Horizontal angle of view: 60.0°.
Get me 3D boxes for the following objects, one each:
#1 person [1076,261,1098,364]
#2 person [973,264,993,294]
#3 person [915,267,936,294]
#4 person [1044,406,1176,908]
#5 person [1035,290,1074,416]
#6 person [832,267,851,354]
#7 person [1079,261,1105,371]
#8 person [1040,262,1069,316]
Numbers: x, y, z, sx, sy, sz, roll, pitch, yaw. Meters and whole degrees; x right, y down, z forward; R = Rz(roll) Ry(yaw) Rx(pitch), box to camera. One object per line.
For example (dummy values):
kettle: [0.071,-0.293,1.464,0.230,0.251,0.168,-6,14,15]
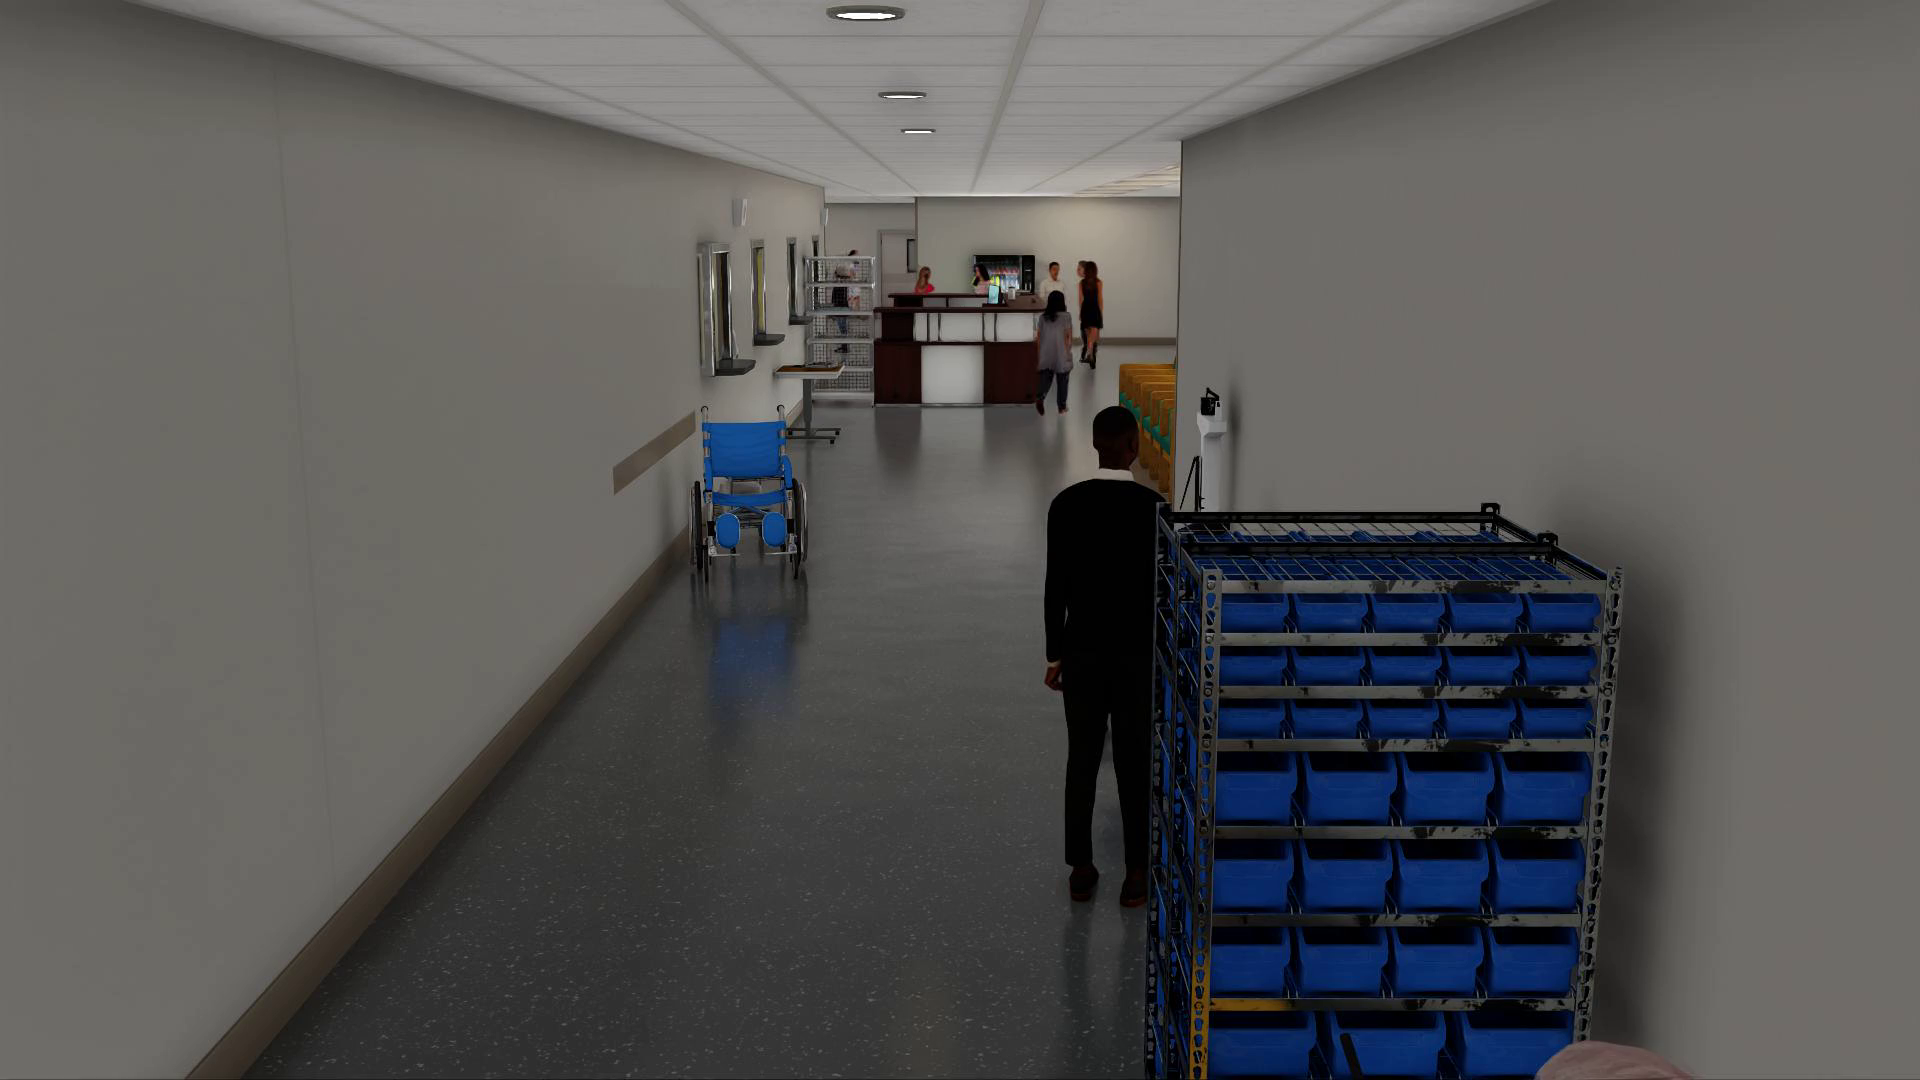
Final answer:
person: [2.281,-4.057,29.582,0.707,1.808,0.790,4,11,19]
person: [0.472,-3.955,29.189,0.798,1.754,0.778,-7,13,-33]
person: [-0.672,-3.865,28.822,0.767,1.715,0.823,8,13,36]
person: [0.539,0.416,6.010,0.581,1.808,0.761,3,11,17]
person: [1.191,-2.394,21.415,0.991,1.586,0.919,5,12,23]
person: [-2.288,-4.447,32.108,0.601,1.633,0.630,1,11,3]
person: [2.165,-3.724,27.808,0.996,1.816,0.850,4,11,18]
person: [1.603,-3.899,28.760,0.584,1.804,0.767,-2,11,-12]
